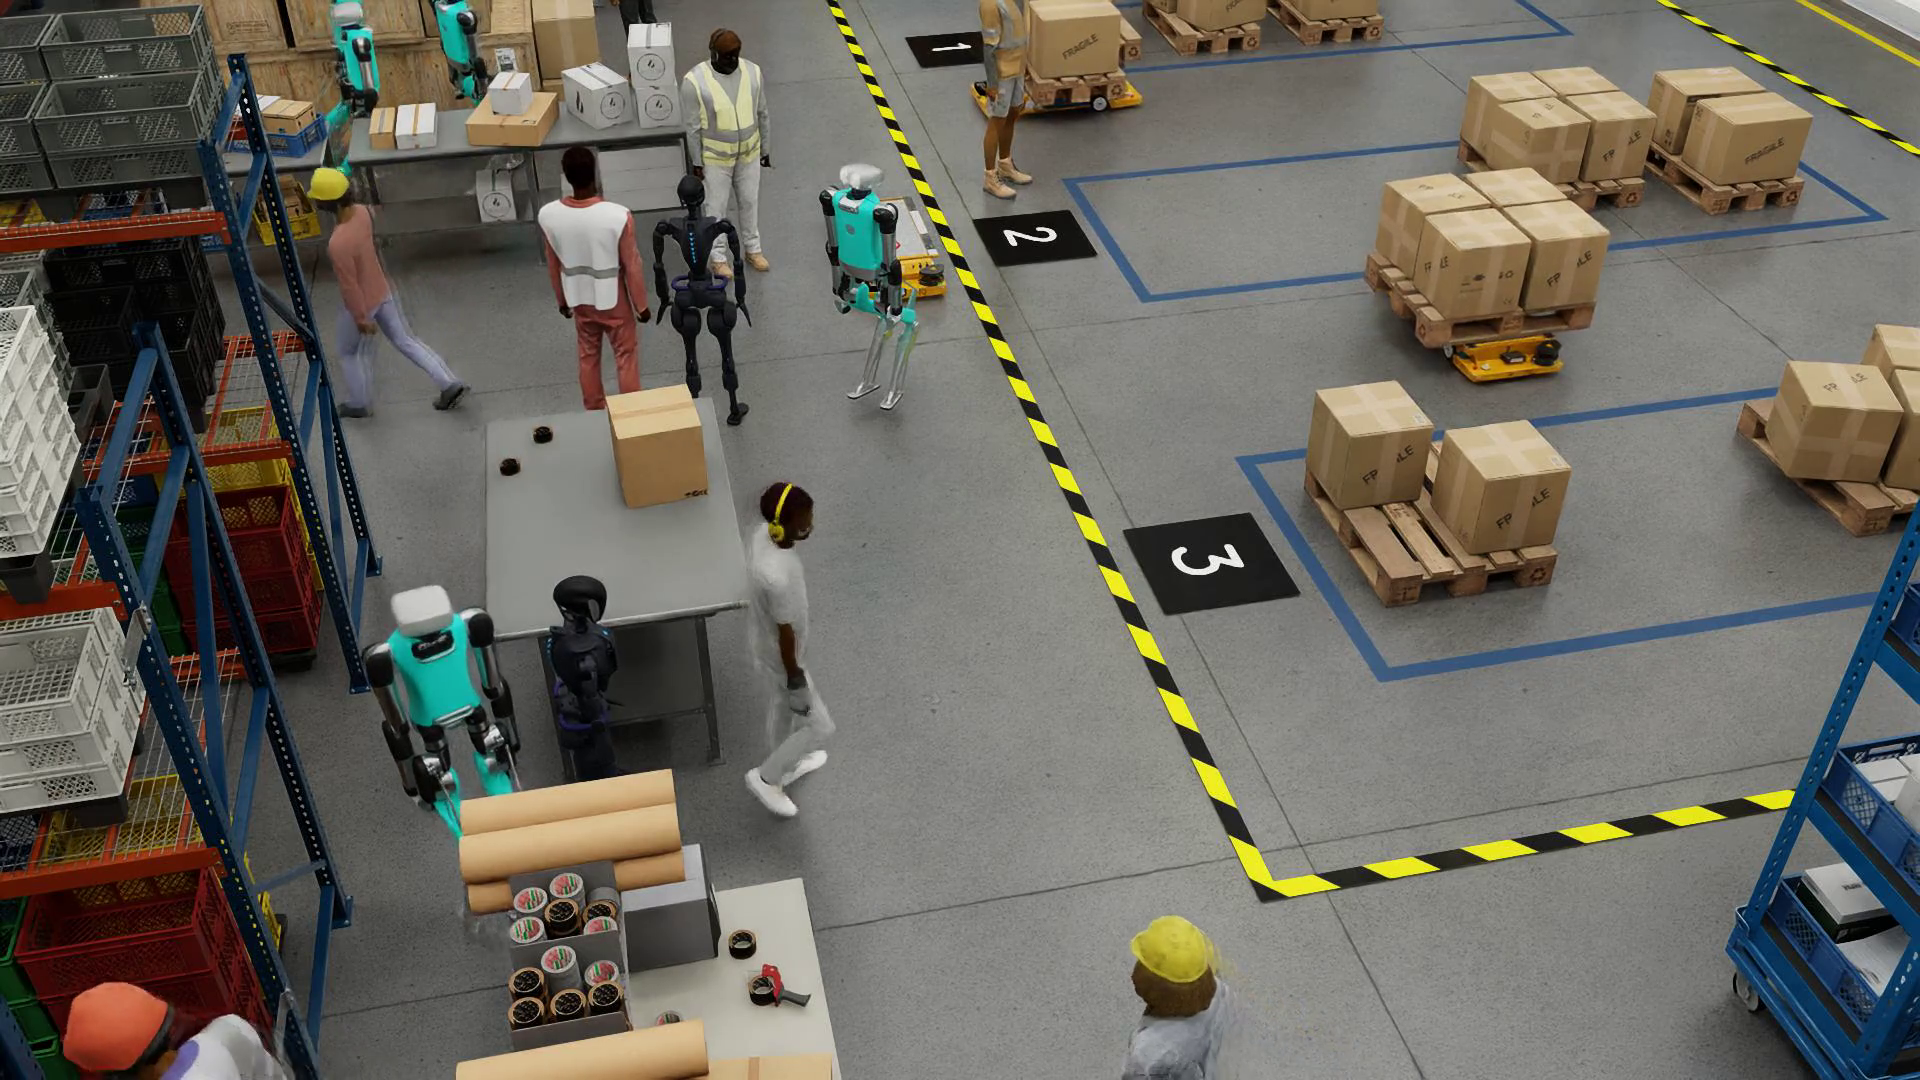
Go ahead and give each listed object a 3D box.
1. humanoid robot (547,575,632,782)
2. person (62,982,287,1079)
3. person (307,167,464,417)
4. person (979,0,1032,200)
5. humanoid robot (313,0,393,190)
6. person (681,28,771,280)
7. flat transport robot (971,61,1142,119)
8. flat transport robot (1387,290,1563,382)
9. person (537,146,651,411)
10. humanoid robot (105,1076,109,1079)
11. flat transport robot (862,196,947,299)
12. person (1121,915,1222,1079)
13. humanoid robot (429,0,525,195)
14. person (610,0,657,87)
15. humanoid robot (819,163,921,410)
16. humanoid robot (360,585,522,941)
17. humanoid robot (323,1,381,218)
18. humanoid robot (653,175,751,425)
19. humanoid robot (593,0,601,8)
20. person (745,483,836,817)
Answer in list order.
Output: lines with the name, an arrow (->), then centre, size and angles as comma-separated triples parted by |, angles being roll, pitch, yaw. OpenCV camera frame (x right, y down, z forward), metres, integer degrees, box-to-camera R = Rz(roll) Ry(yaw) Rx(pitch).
humanoid robot -> -1.597, 0.822, 7.264 | 0.307, 1.651, 0.610 | -11, 38, -14
person -> -2.288, 2.098, 5.294 | 0.980, 1.994, 0.605 | 8, 37, 11
person -> -3.659, -1.525, 10.376 | 0.843, 1.730, 0.522 | 5, 37, 7
person -> 0.391, -3.701, 13.044 | 0.369, 2.040, 0.615 | 18, 40, 23
humanoid robot -> -4.961, -3.552, 13.101 | 0.786, 1.774, 0.543 | -15, 39, -19
person -> -1.647, -2.781, 11.986 | 0.628, 1.835, 0.429 | -18, 40, -23
flat transport robot -> 0.867, -4.073, 15.005 | 1.431, 0.197, 0.652 | -8, 37, -11
flat transport robot -> 3.574, -1.575, 11.647 | 0.652, 0.197, 1.431 | -8, 37, -10
person -> -2.207, -1.474, 10.164 | 0.598, 1.907, 0.414 | 7, 37, 9
humanoid robot -> -2.418, 2.217, 5.389 | 0.334, 1.656, 0.600 | 13, 39, 17
flat transport robot -> -0.570, -2.220, 12.538 | 0.659, 0.231, 1.431 | -8, 37, -10
person -> 0.741, 1.956, 5.701 | 0.605, 1.719, 0.489 | 22, 42, 27
humanoid robot -> -3.720, -3.651, 13.259 | 0.584, 1.779, 0.888 | 30, 46, 34
person -> -2.951, -4.997, 14.949 | 0.346, 1.846, 0.506 | 24, 43, 28
humanoid robot -> -0.473, -1.636, 10.409 | 0.533, 1.677, 0.735 | 22, 42, 26
humanoid robot -> -2.013, 1.046, 6.942 | 0.534, 1.829, 0.646 | -23, 42, -27
humanoid robot -> -4.602, -3.098, 12.477 | 0.702, 1.782, 0.536 | -16, 39, -20
humanoid robot -> -1.611, -1.478, 10.347 | 0.599, 1.657, 0.315 | -1, 37, -1
humanoid robot -> -3.369, -6.117, 16.593 | 1.039, 1.770, 0.539 | -8, 37, -10
person -> -0.790, 0.517, 7.536 | 0.404, 1.854, 0.642 | -6, 37, -8
